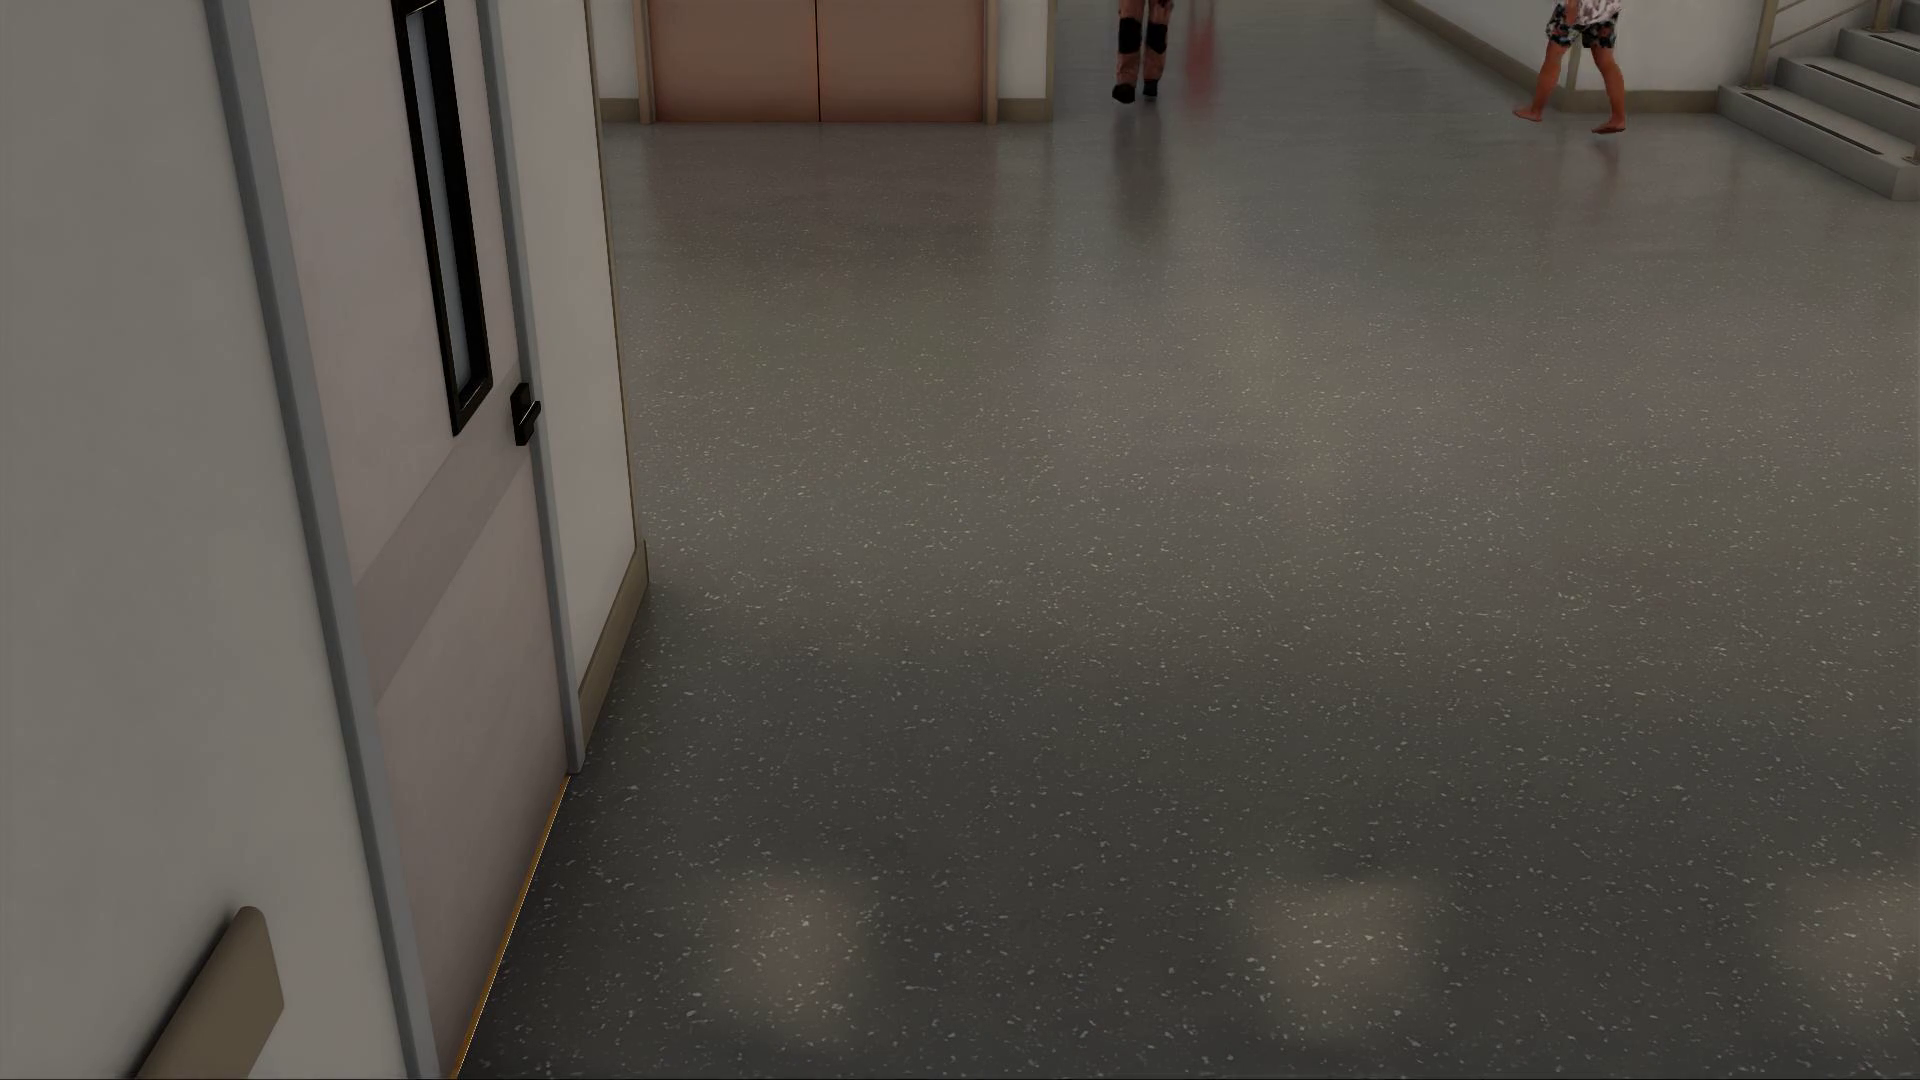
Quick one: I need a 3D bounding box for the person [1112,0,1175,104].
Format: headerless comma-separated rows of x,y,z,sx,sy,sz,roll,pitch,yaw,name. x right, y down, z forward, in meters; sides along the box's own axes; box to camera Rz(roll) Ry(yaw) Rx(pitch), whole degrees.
1.423,-4.205,12.266,1.147,1.887,0.945,5,26,10,person

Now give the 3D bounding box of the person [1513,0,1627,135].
4.292,-3.586,11.111,1.203,1.774,1.040,-11,28,-21,person
